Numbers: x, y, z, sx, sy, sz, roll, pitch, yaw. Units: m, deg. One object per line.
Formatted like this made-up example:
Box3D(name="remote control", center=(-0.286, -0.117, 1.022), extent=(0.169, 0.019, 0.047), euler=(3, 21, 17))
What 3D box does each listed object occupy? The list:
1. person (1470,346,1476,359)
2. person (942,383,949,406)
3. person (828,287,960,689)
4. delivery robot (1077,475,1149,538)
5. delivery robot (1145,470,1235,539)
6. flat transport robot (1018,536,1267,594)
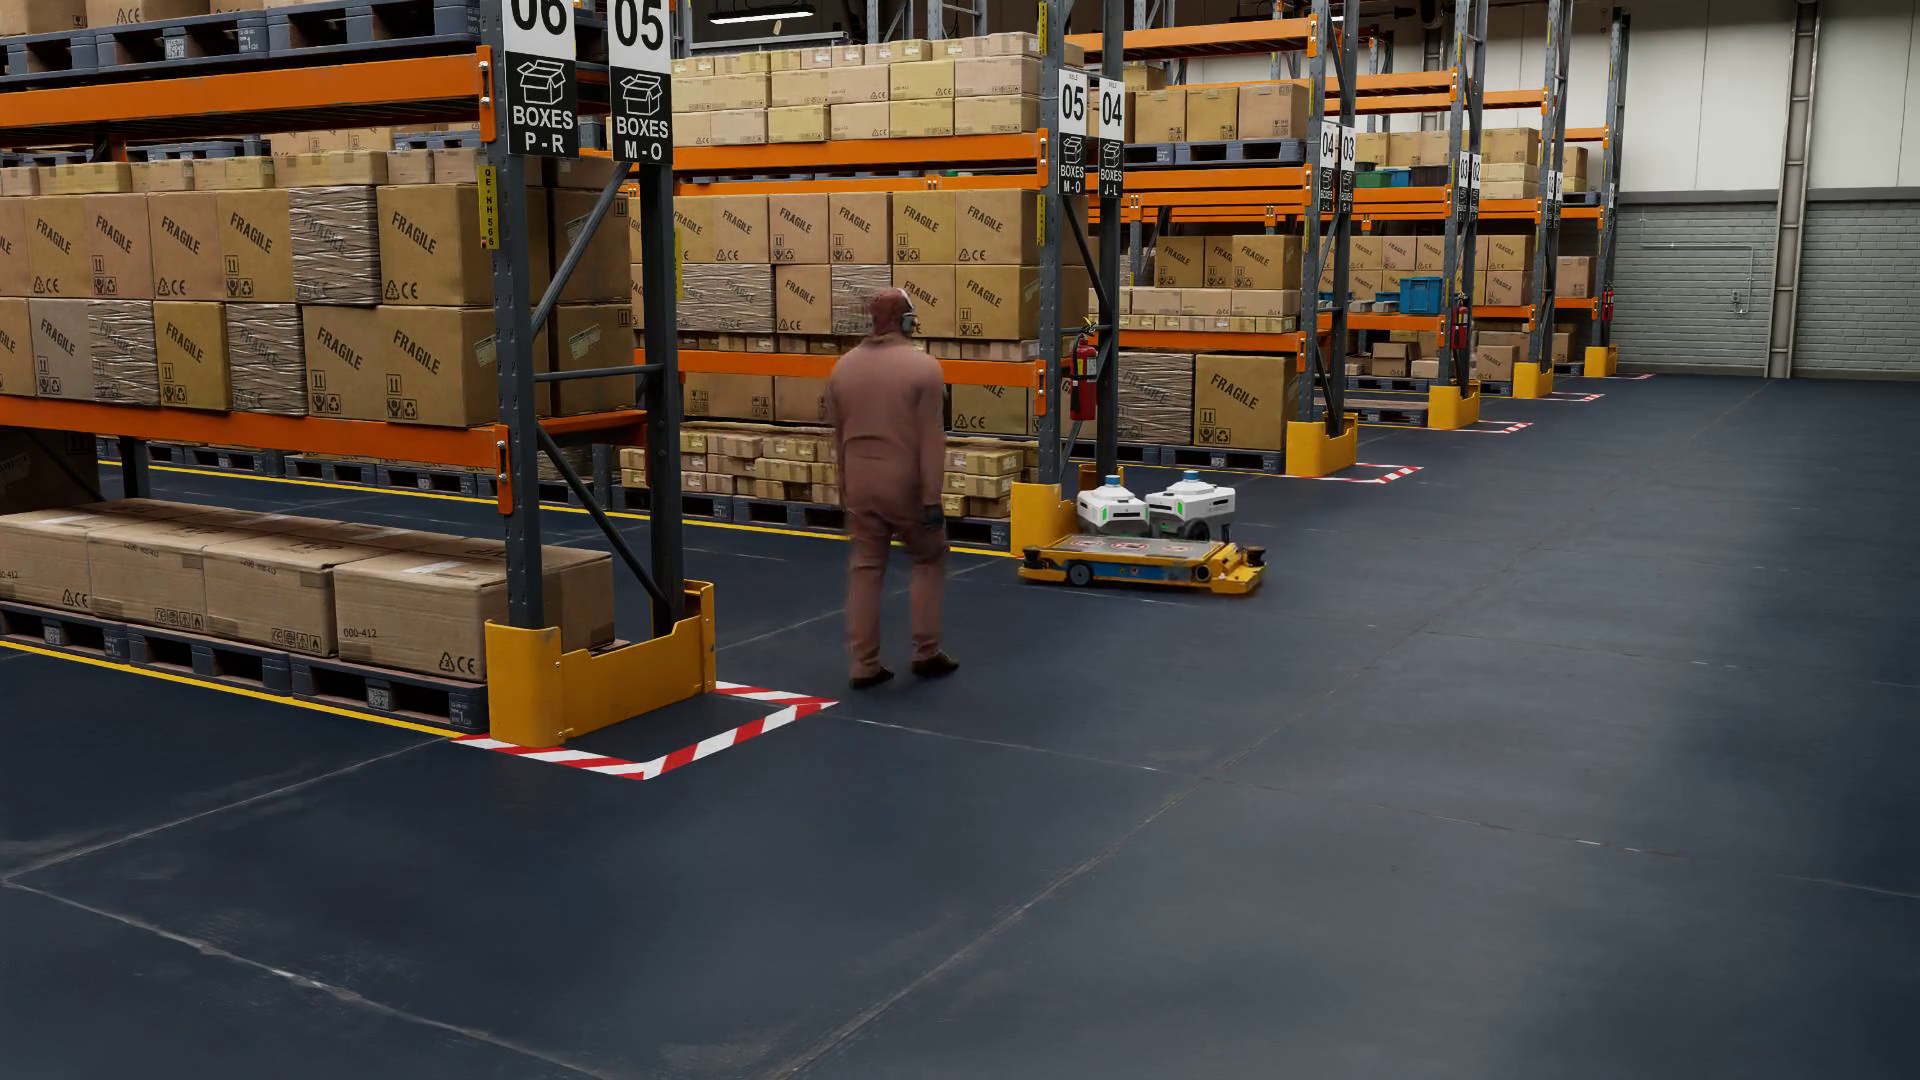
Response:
Box3D(name="person", center=(7.752, -3.333, 26.133), extent=(0.960, 1.825, 0.590), euler=(6, 11, 30))
Box3D(name="person", center=(-0.378, -1.320, 14.714), extent=(0.906, 1.695, 0.514), euler=(8, 12, 38))
Box3D(name="person", center=(-0.278, -0.250, 7.917), extent=(0.669, 1.878, 0.727), euler=(6, 11, 31))
Box3D(name="delivery robot", center=(1.024, -0.193, 11.183), extent=(0.477, 0.478, 0.707), euler=(-2, 10, -10))
Box3D(name="delivery robot", center=(1.584, -0.235, 11.431), extent=(0.477, 0.478, 0.707), euler=(9, 13, 42))
Box3D(name="flat transport robot", center=(1.145, 0.135, 10.369), extent=(1.431, 0.197, 0.652), euler=(4, 10, 21))
